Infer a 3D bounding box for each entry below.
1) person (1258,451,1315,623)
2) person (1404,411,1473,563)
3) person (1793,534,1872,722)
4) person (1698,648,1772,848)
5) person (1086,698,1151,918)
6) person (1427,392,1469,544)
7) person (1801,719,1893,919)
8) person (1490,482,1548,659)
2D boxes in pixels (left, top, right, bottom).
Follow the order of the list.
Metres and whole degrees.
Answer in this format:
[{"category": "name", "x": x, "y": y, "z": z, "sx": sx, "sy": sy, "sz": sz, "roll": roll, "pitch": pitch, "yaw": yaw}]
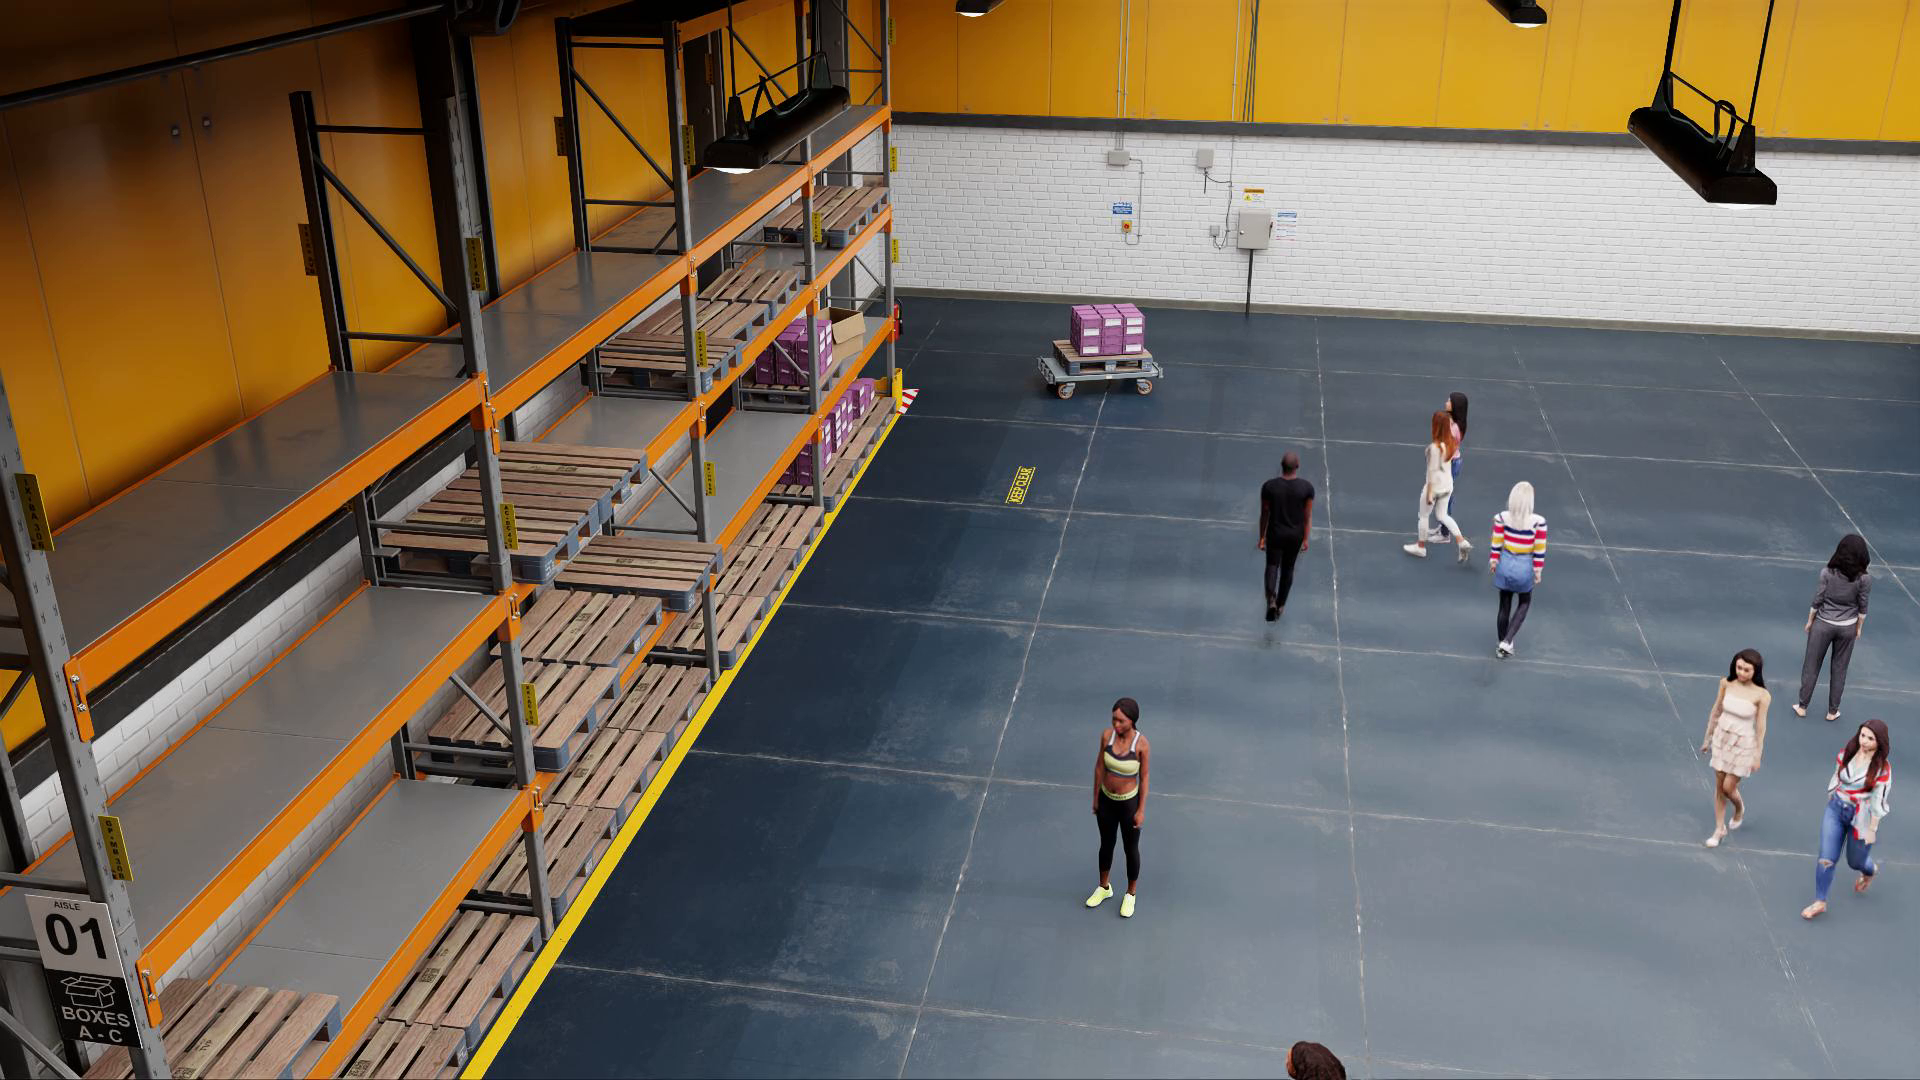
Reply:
[{"category": "person", "x": 3.212, "y": 0.010, "z": 16.495, "sx": 0.688, "sy": 1.804, "sz": 0.918, "roll": 5, "pitch": 24, "yaw": 12}, {"category": "person", "x": 5.225, "y": -0.530, "z": 17.888, "sx": 1.015, "sy": 1.678, "sz": 1.024, "roll": -20, "pitch": 31, "yaw": -38}, {"category": "person", "x": 7.775, "y": 0.775, "z": 14.796, "sx": 0.643, "sy": 1.764, "sz": 0.581, "roll": 9, "pitch": 25, "yaw": 20}, {"category": "person", "x": 6.080, "y": 1.603, "z": 12.948, "sx": 0.832, "sy": 1.726, "sz": 0.772, "roll": -14, "pitch": 27, "yaw": -30}, {"category": "person", "x": 1.179, "y": 1.925, "z": 12.175, "sx": 0.615, "sy": 1.755, "sz": 0.604, "roll": 12, "pitch": 26, "yaw": 25}, {"category": "person", "x": 5.432, "y": -0.812, "z": 18.454, "sx": 0.670, "sy": 1.742, "sz": 0.504, "roll": 9, "pitch": 25, "yaw": 19}, {"category": "person", "x": 6.571, "y": 2.020, "z": 12.161, "sx": 1.025, "sy": 1.592, "sz": 0.985, "roll": -14, "pitch": 27, "yaw": -29}, {"category": "person", "x": 5.253, "y": 0.319, "z": 15.792, "sx": 0.788, "sy": 1.802, "sz": 0.824, "roll": 15, "pitch": 28, "yaw": 31}]
